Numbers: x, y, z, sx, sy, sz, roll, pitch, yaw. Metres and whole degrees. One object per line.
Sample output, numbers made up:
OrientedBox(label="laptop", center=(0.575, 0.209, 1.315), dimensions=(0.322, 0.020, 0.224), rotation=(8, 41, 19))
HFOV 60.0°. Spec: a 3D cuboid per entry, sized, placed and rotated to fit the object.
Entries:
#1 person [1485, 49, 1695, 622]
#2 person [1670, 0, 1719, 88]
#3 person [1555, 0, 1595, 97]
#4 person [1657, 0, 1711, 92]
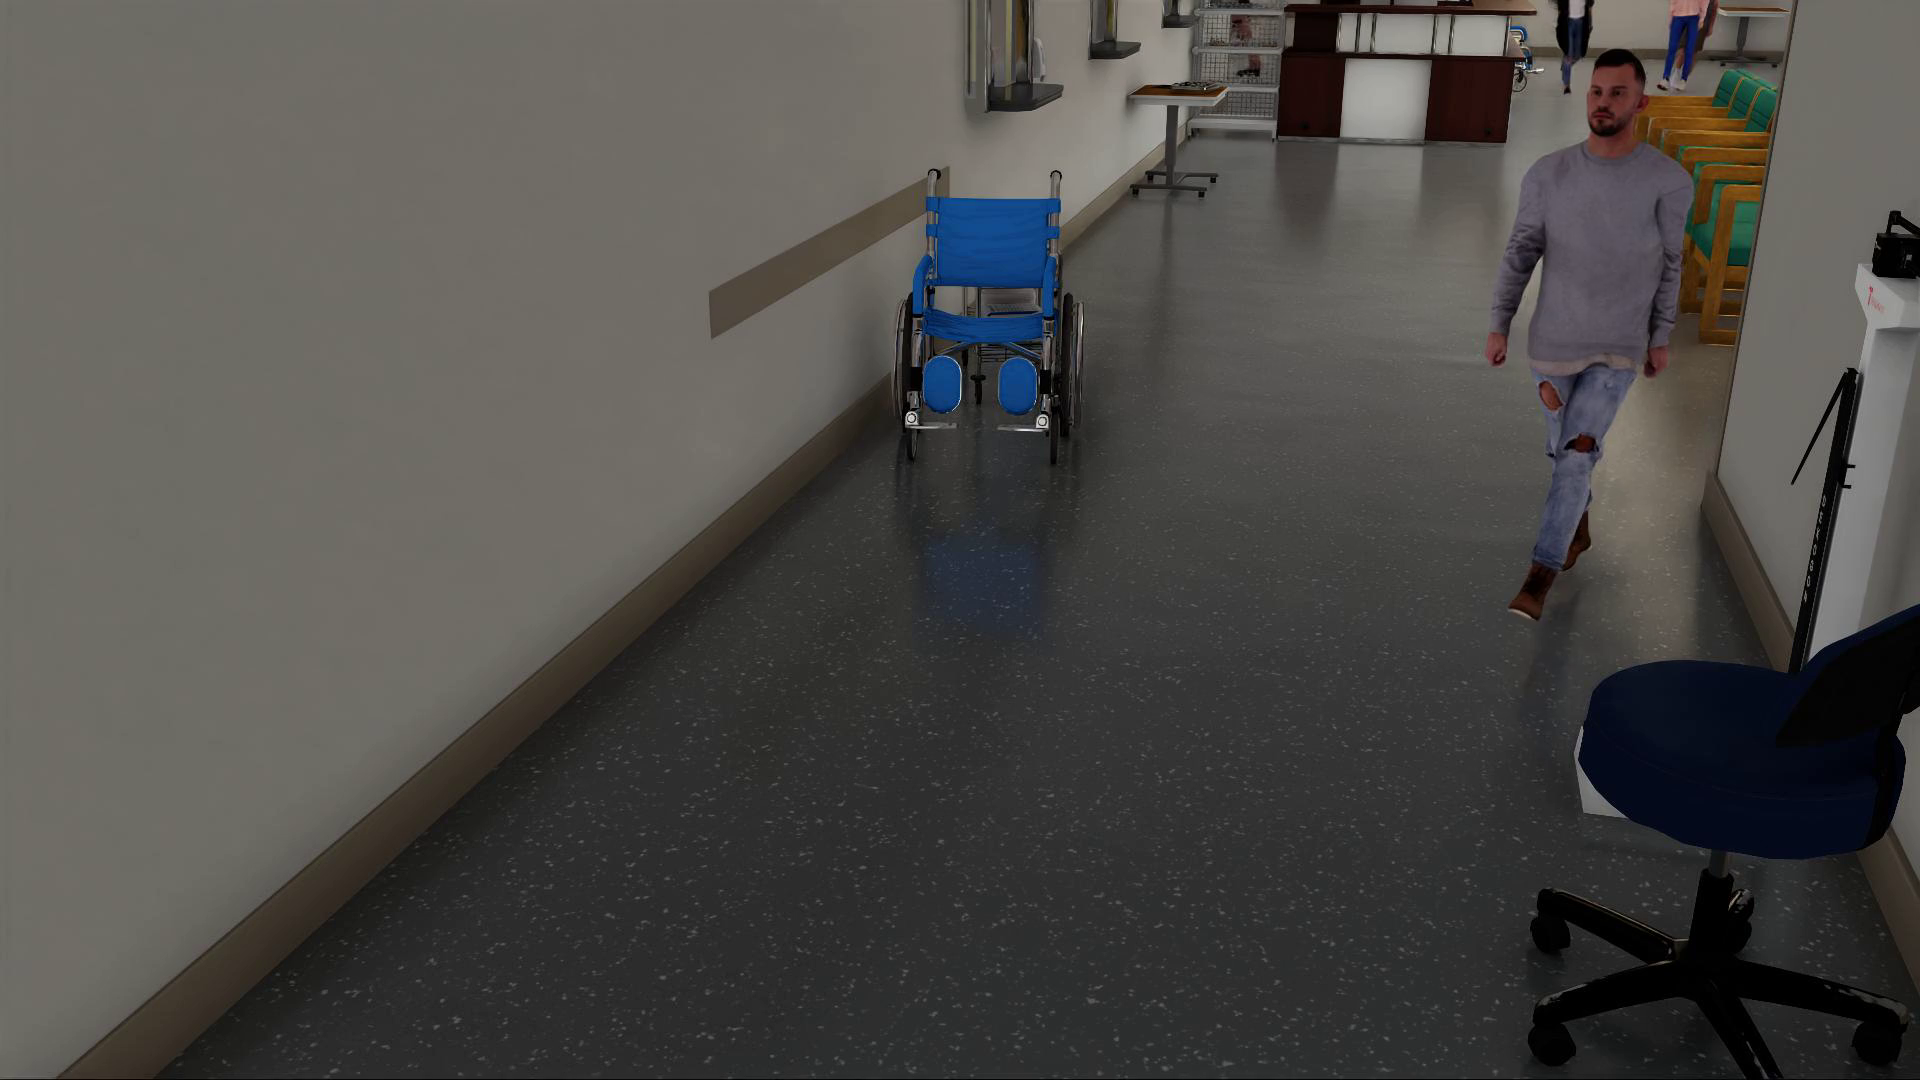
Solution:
OrientedBox(label="person", center=(2.086, -0.664, 5.521), dimensions=(1.198, 1.789, 1.025), rotation=(14, 25, 32))
OrientedBox(label="person", center=(9.812, -6.906, 22.229), dimensions=(0.658, 1.821, 0.779), rotation=(4, 21, 9))
OrientedBox(label="person", center=(7.754, -6.496, 21.093), dimensions=(0.921, 1.666, 0.739), rotation=(3, 21, 8))
OrientedBox(label="person", center=(9.408, -6.670, 21.447), dimensions=(1.029, 1.741, 0.975), rotation=(16, 26, 36))
